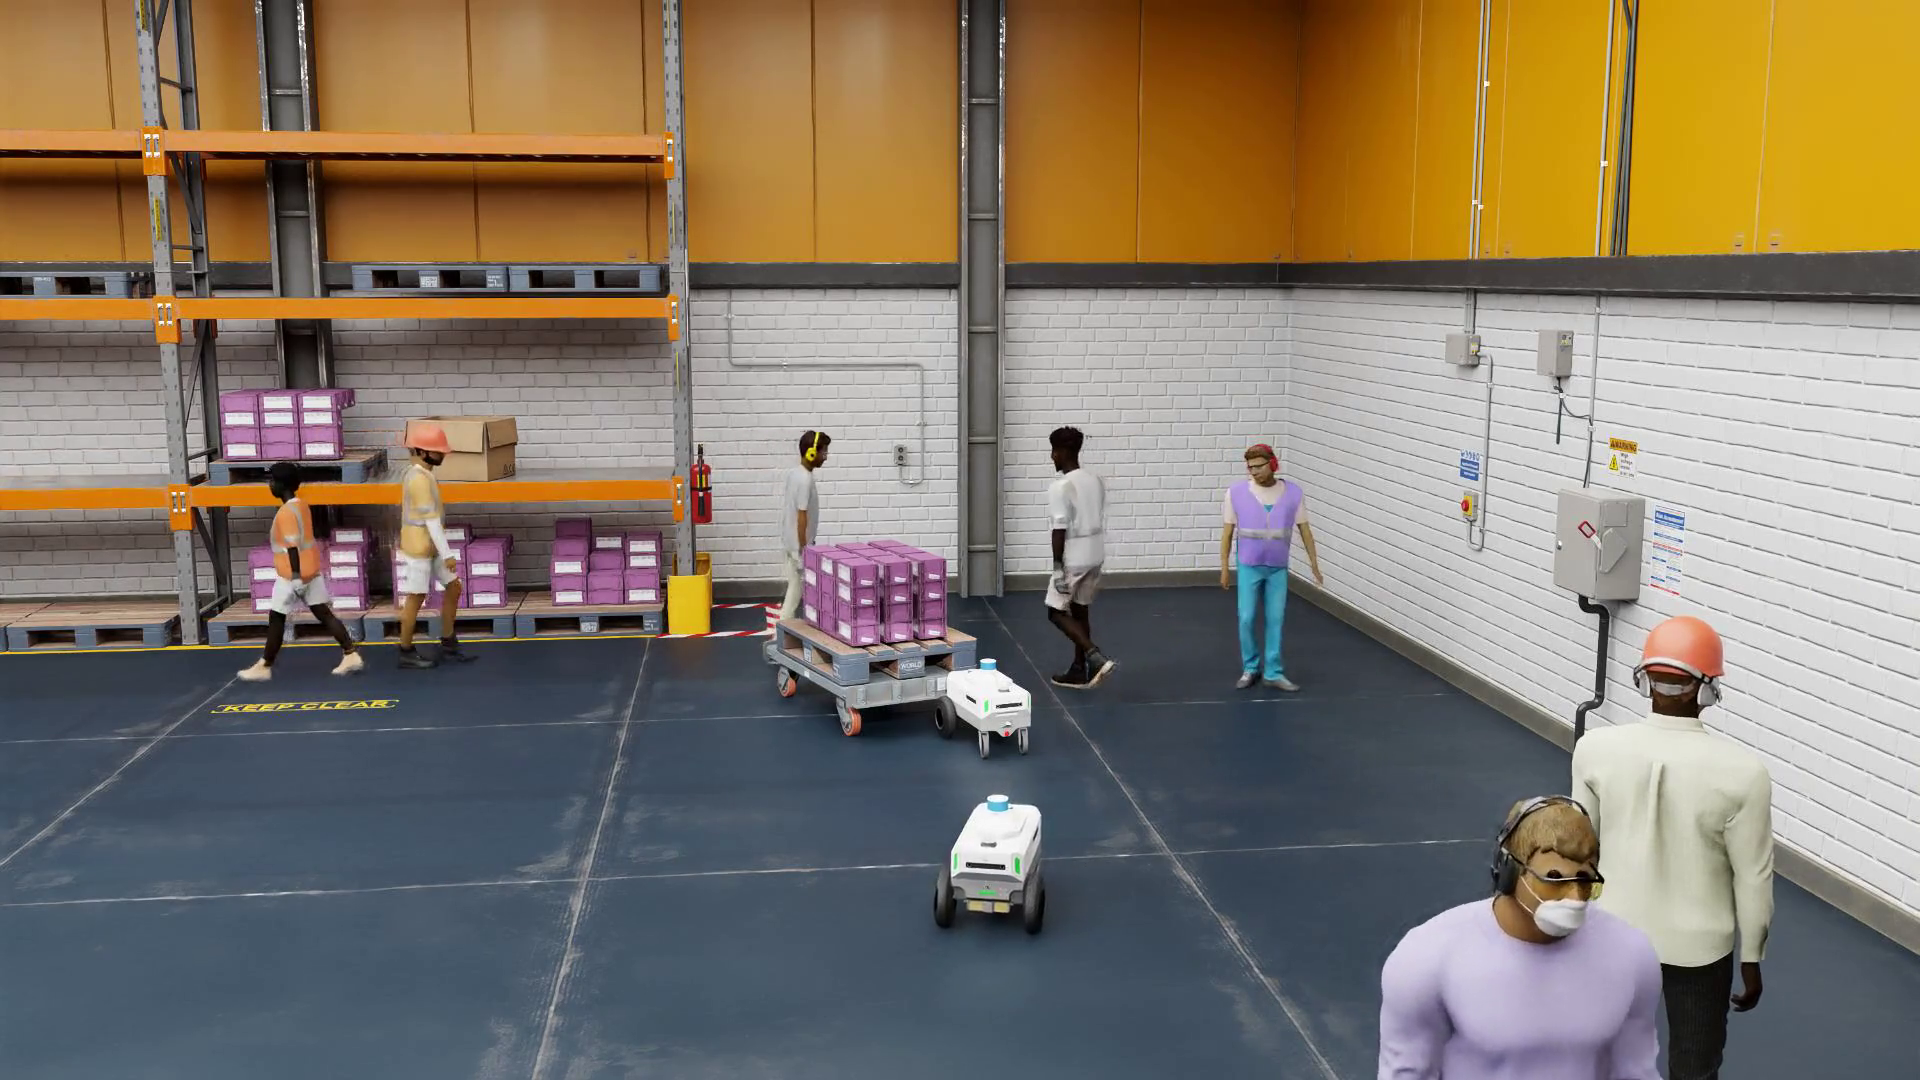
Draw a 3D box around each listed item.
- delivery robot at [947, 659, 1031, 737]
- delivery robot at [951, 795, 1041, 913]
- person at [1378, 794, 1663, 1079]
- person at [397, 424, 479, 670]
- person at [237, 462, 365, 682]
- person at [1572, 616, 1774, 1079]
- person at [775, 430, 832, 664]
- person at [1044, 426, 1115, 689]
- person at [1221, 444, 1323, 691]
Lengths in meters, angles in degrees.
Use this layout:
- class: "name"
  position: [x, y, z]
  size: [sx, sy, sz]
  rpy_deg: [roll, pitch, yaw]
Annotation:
- class: "delivery robot"
  position: [0.181, 1.007, 10.666]
  size: [0.477, 0.478, 0.707]
  rpy_deg: [-3, 10, -21]
- class: "delivery robot"
  position: [0.178, 1.453, 7.883]
  size: [0.477, 0.478, 0.707]
  rpy_deg: [2, 9, 10]
- class: "person"
  position: [1.248, 1.488, 3.706]
  size: [0.624, 1.922, 0.432]
  rpy_deg: [-2, 9, -11]
- class: "person"
  position: [-3.997, 0.060, 12.685]
  size: [0.753, 1.893, 0.557]
  rpy_deg: [-2, 9, -12]
- class: "person"
  position: [-4.913, 0.235, 12.389]
  size: [0.901, 1.647, 0.540]
  rpy_deg: [-1, 9, -5]
- class: "person"
  position: [2.191, 1.219, 5.165]
  size: [0.609, 1.992, 0.383]
  rpy_deg: [7, 12, 39]
- class: "person"
  position: [-1.182, 0.064, 12.850]
  size: [0.573, 1.839, 0.555]
  rpy_deg: [-3, 10, -19]
- class: "person"
  position: [0.882, 0.158, 11.989]
  size: [0.562, 1.930, 0.624]
  rpy_deg: [8, 12, 41]
- class: "person"
  position: [2.238, 0.204, 12.042]
  size: [0.698, 1.824, 0.422]
  rpy_deg: [0, 9, -2]
